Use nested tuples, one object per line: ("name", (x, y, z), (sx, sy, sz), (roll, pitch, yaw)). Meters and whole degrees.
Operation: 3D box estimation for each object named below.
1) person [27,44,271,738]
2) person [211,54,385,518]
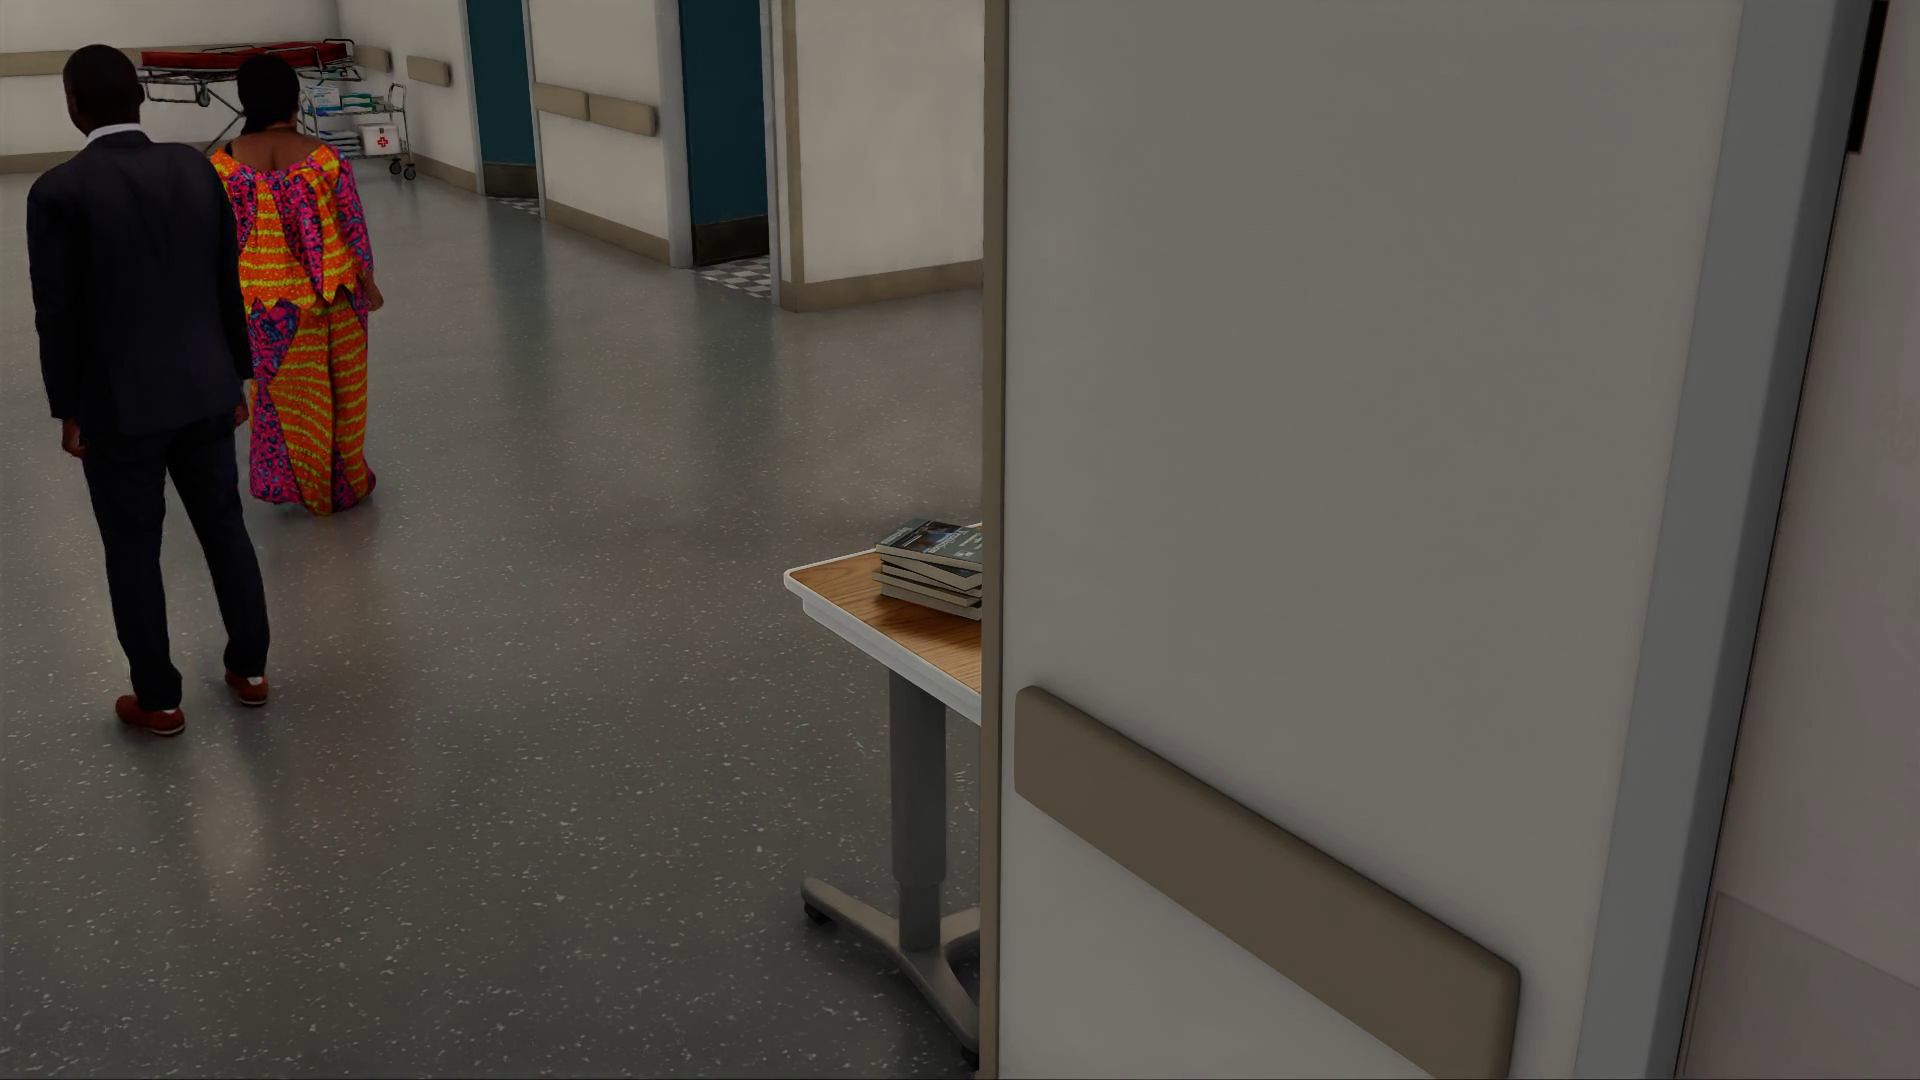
("person", (-2.116, -0.367, 4.405), (0.708, 1.816, 0.764), (17, 26, 37))
("person", (-2.386, -0.907, 5.994), (0.842, 1.685, 0.872), (-2, 21, -4))
